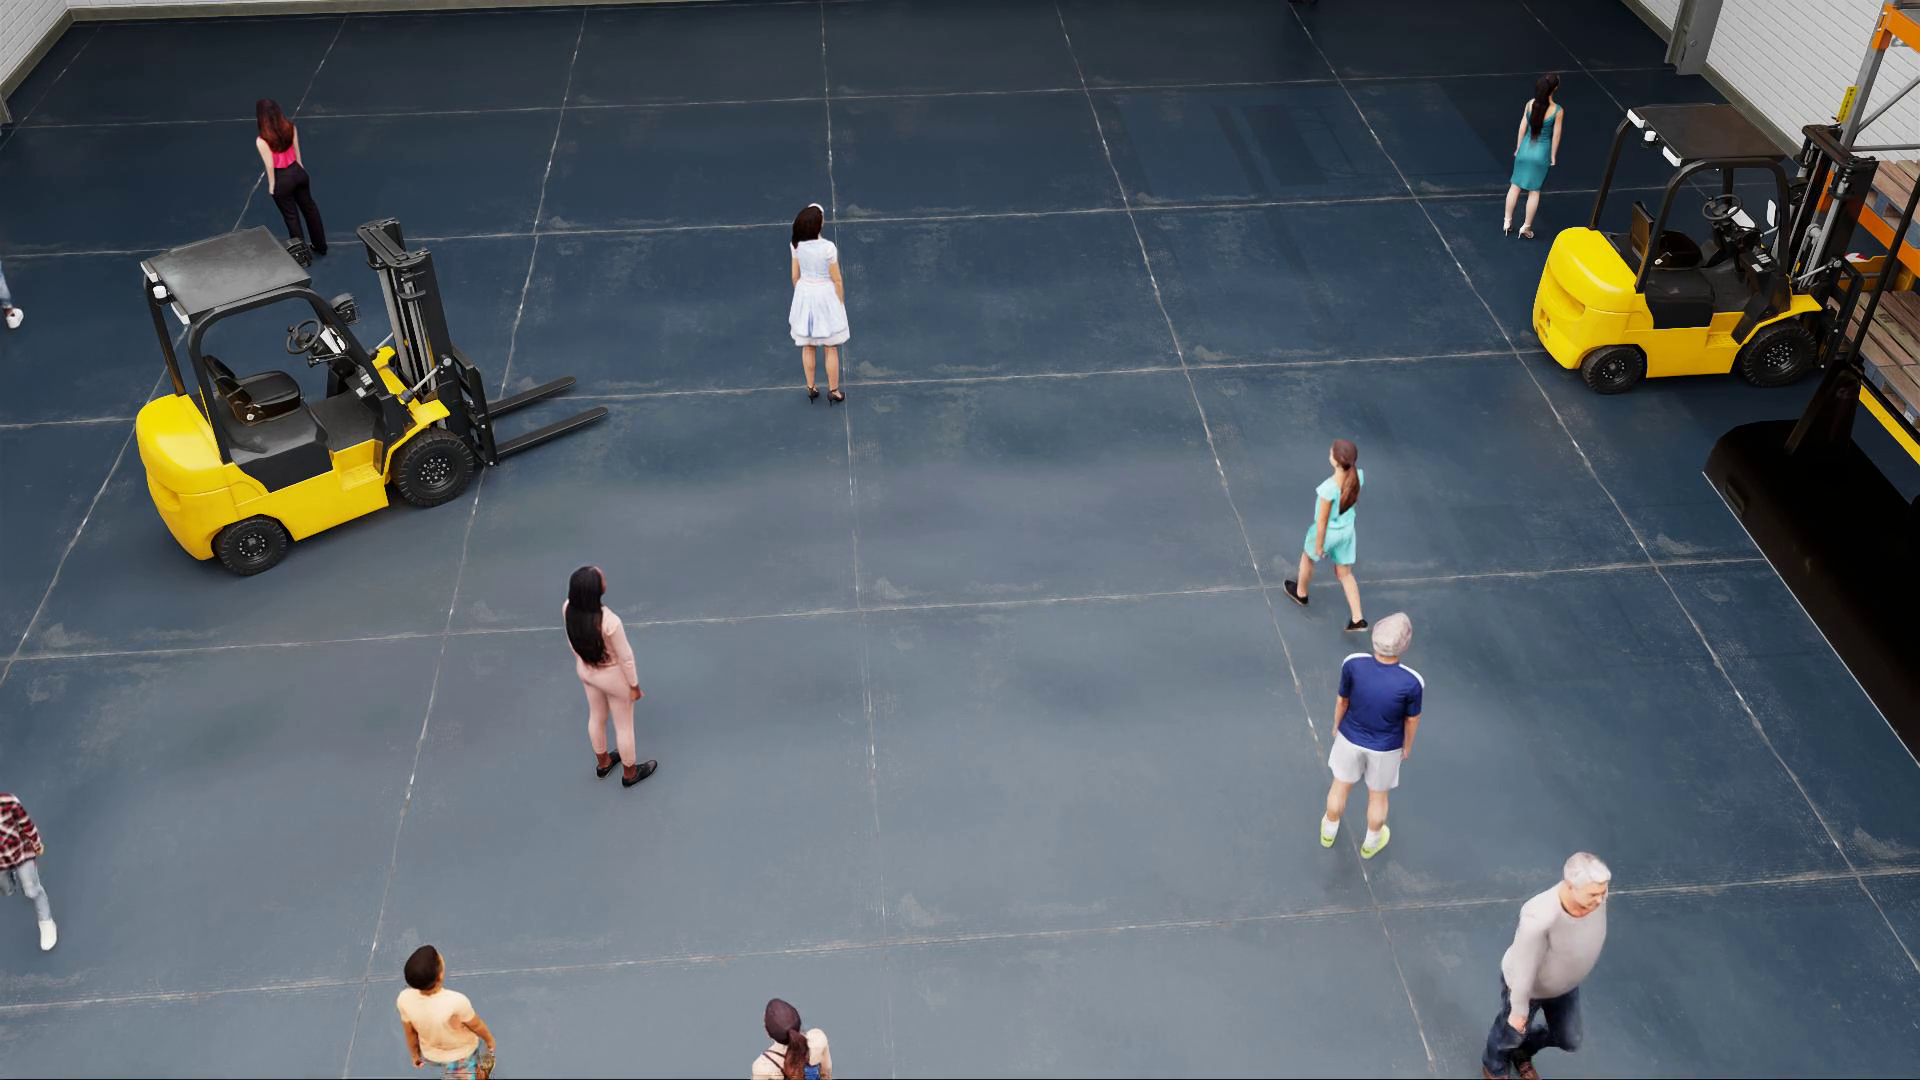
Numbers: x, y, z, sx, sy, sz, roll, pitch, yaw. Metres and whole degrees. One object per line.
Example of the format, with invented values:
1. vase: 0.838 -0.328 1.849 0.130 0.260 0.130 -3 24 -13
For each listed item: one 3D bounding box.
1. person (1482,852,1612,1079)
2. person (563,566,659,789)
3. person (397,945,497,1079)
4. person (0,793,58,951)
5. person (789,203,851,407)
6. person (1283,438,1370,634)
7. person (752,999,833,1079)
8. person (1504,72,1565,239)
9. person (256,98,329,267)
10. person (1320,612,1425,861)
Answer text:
1. person: 2.913 2.189 8.500 0.812 1.894 0.775 -15 41 -18
2. person: -2.201 0.850 10.315 0.703 1.721 0.727 20 43 23
3. person: -2.577 2.616 8.338 0.680 1.430 1.038 4 39 5
4. person: -5.464 1.743 9.539 0.660 1.294 0.858 -14 41 -16
5. person: -1.171 -1.926 13.716 0.814 1.816 0.851 11 40 13
6. person: 2.649 -0.015 11.549 0.803 1.533 1.107 -16 41 -19
7. person: -0.759 2.780 8.004 0.797 1.590 1.070 -18 42 -21
8. person: 5.540 -3.710 16.053 0.624 1.687 0.674 25 45 28
9. person: -6.327 -3.381 15.663 0.732 1.658 0.637 19 43 23
10. person: 2.430 1.158 9.835 0.719 1.839 0.719 15 41 18
